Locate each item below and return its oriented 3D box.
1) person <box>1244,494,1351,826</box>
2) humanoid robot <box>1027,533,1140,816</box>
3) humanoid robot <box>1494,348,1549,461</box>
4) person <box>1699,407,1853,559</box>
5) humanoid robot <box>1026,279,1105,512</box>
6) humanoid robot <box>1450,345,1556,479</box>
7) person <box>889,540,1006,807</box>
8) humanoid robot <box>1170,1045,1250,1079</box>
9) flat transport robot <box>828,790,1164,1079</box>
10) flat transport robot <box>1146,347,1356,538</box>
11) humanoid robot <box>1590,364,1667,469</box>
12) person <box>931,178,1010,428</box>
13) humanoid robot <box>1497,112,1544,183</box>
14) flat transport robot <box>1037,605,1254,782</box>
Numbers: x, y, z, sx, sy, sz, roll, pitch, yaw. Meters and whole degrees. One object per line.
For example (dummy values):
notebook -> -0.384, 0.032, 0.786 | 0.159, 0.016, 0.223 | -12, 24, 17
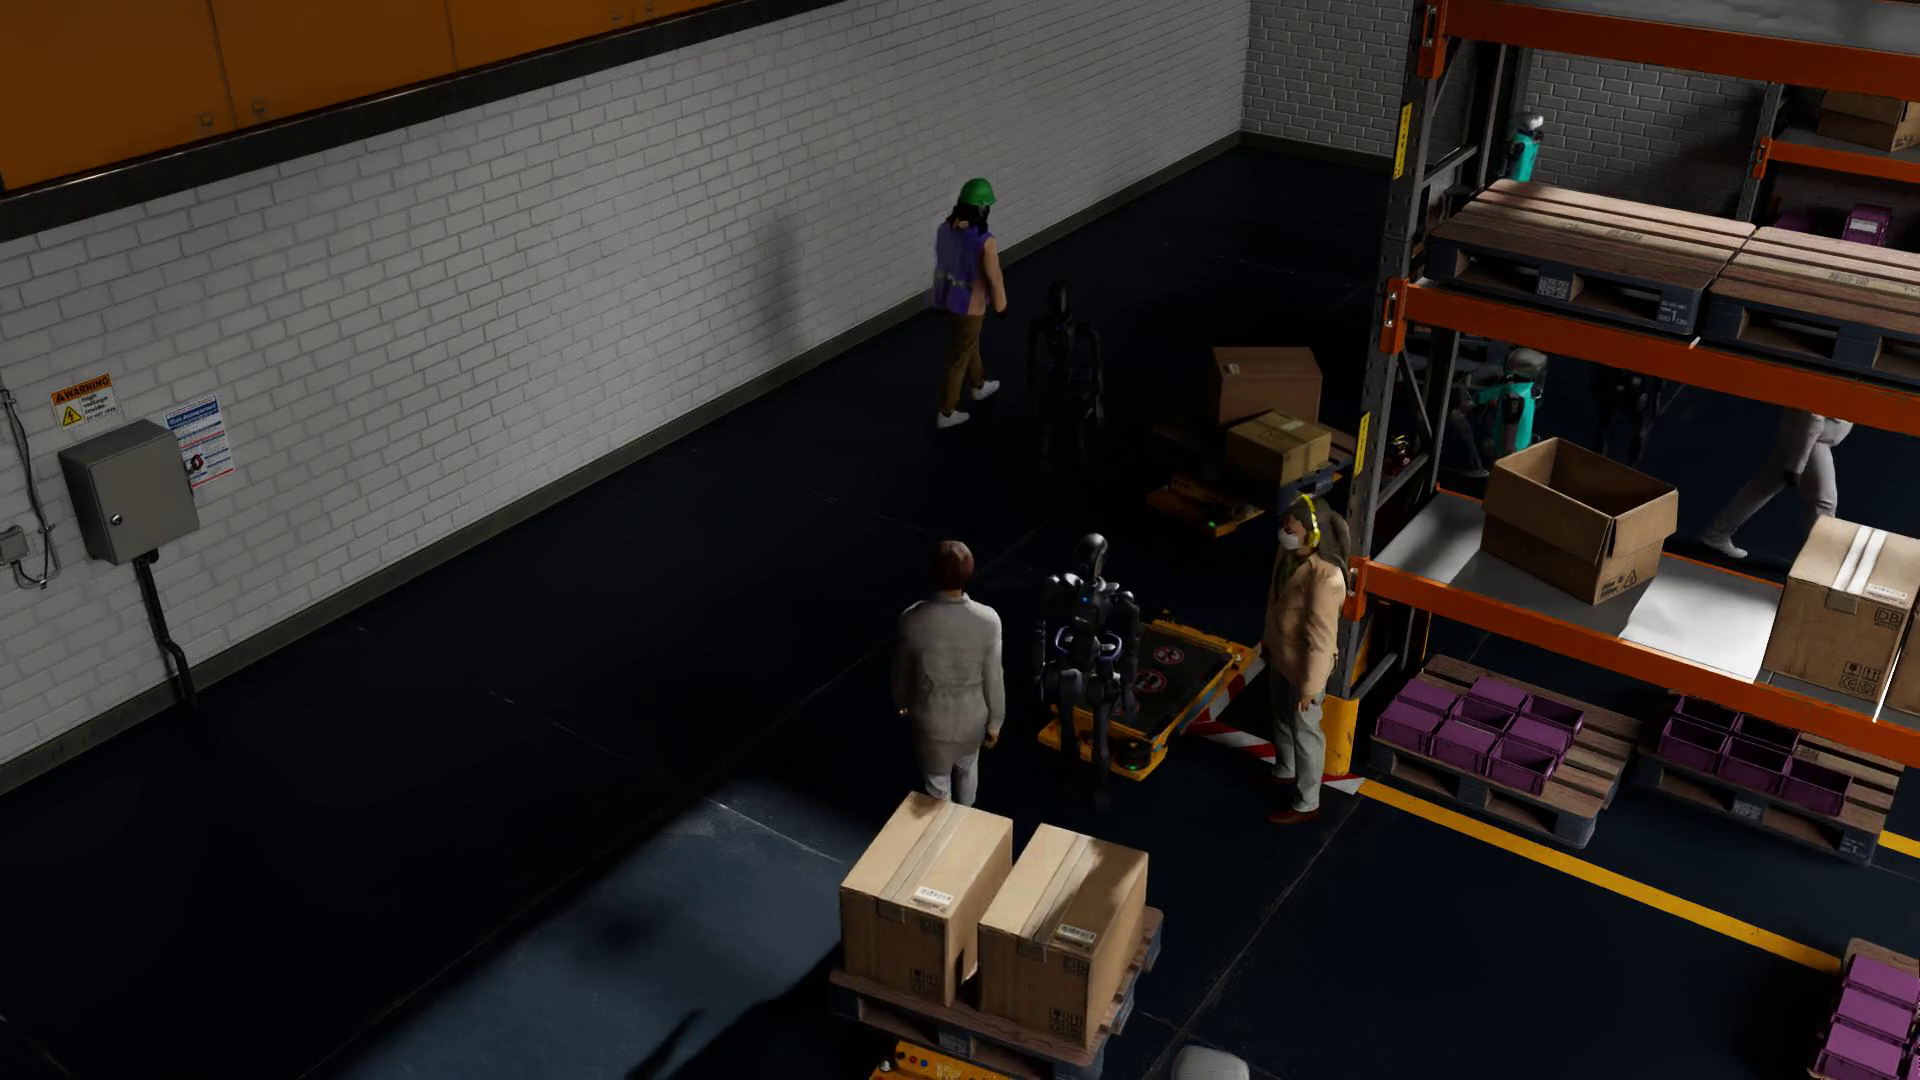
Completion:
person -> 1.719, 0.598, 8.409 | 0.391, 1.869, 0.552 | -6, 31, -11
humanoid robot -> 0.632, 0.671, 8.461 | 0.587, 1.645, 0.404 | 9, 31, 14
humanoid robot -> 3.477, -0.283, 10.037 | 0.654, 1.770, 0.537 | 13, 32, 21
person -> 5.361, -0.618, 10.525 | 0.987, 1.856, 0.655 | 9, 31, 16
humanoid robot -> 0.724, -0.978, 11.367 | 0.599, 1.647, 0.597 | 13, 32, 21
humanoid robot -> 3.760, -1.110, 11.513 | 0.793, 1.806, 0.543 | -1, 30, -1
person -> -0.071, 0.792, 8.138 | 0.547, 1.799, 0.831 | -3, 30, -5
humanoid robot -> 0.720, 2.508, 5.294 | 0.538, 1.859, 0.750 | 7, 31, 12
flat transport robot -> 0.171, 2.059, 7.469 | 0.659, 0.231, 1.431 | 13, 32, 21
flat transport robot -> 2.052, -0.432, 11.789 | 1.431, 0.231, 0.659 | -23, 37, -34
humanoid robot -> 4.622, -1.108, 11.555 | 0.330, 1.653, 0.589 | -19, 35, -29
person -> 0.122, -1.811, 12.558 | 0.905, 1.892, 0.543 | -22, 37, -33
humanoid robot -> 4.608, -2.886, 14.617 | 0.766, 1.820, 0.538 | 22, 37, 33
flat transport robot -> 1.092, 0.855, 9.556 | 0.659, 0.231, 1.431 | 18, 35, 29
